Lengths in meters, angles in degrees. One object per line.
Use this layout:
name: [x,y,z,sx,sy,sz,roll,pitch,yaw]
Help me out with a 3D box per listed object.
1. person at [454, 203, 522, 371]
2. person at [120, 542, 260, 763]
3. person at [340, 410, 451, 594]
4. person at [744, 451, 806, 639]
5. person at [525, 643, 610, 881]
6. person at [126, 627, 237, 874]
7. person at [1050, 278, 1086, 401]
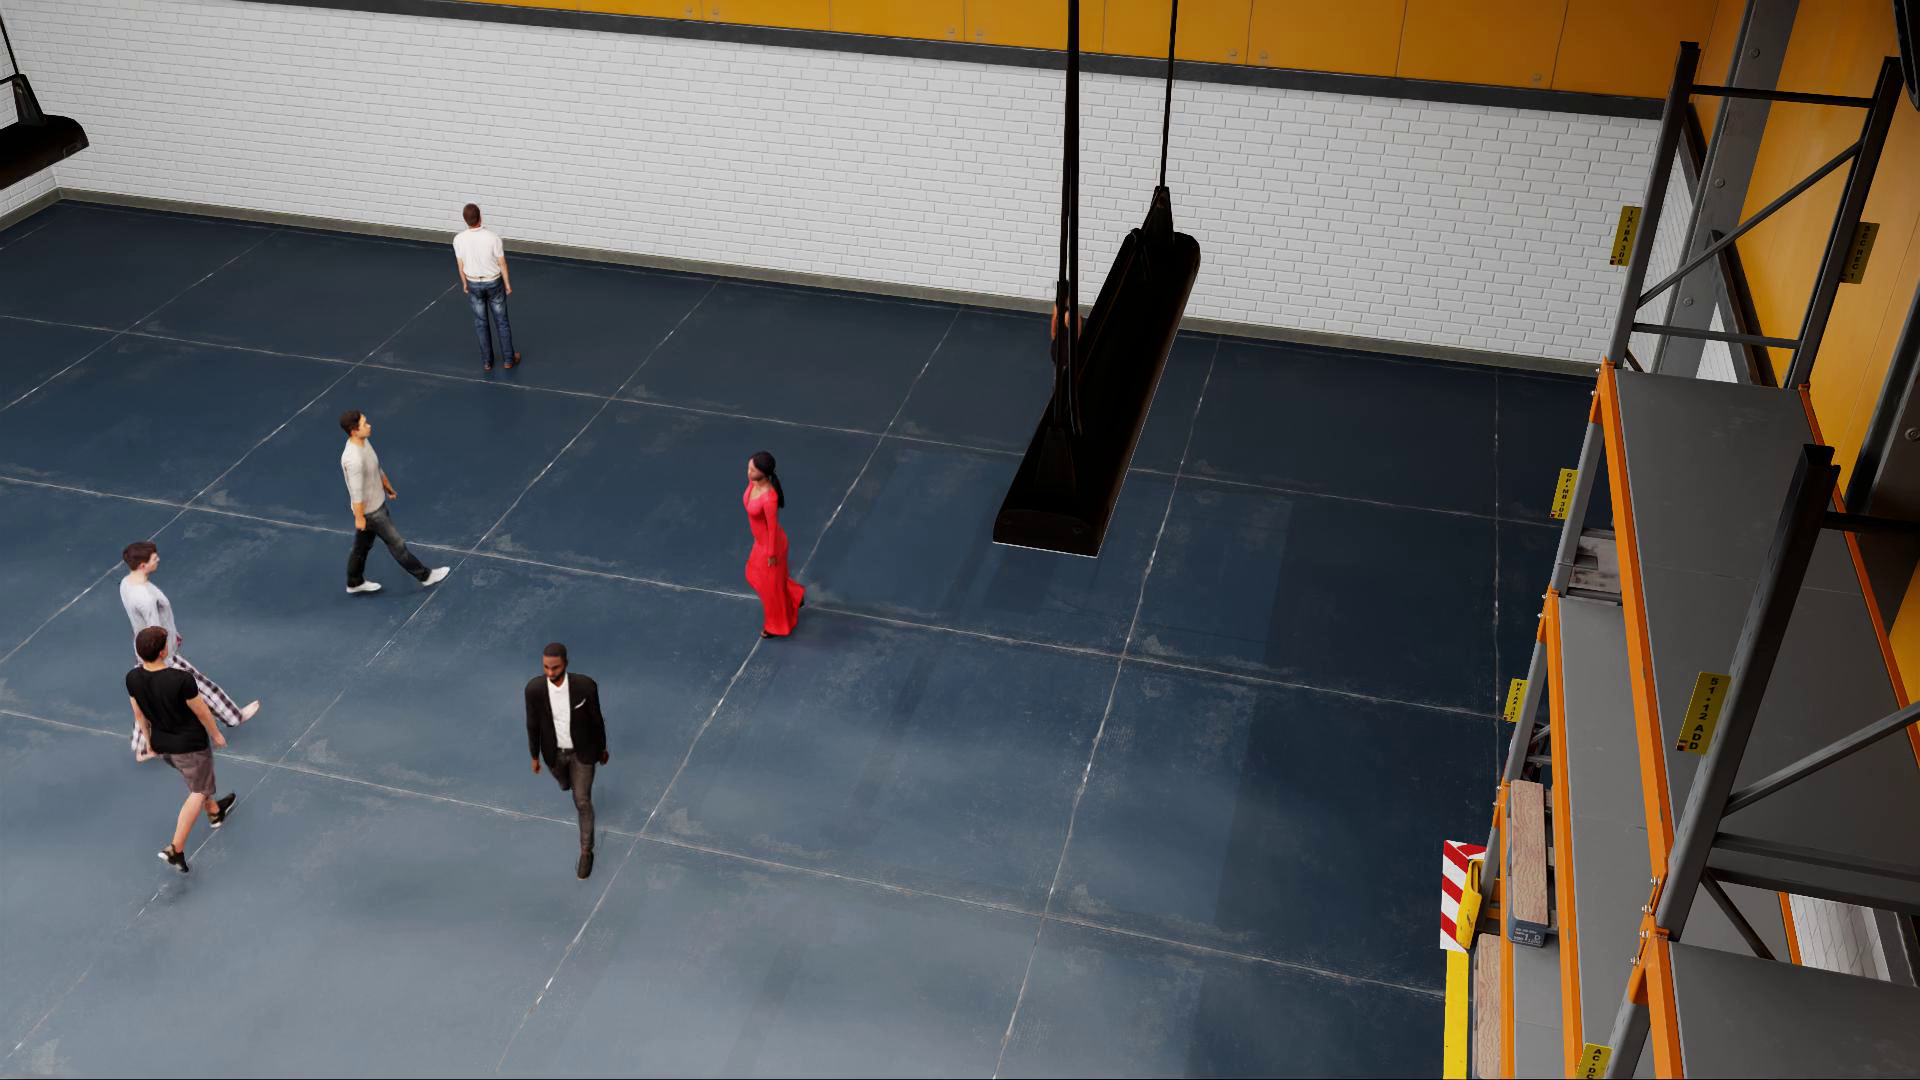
person: [-5.031,-2.686,17.616,0.732,1.857,0.694,-2,34,-3]
person: [-6.023,0.880,12.309,1.254,1.793,1.078,-24,41,-32]
person: [-5.102,-0.274,14.062,1.088,1.774,1.175,-7,34,-11]
person: [-1.484,0.027,13.615,0.870,1.769,0.811,-14,36,-21]
person: [-2.695,1.411,11.533,0.911,1.768,1.241,-1,34,-1]
person: [-5.403,1.445,11.422,0.688,1.833,1.144,6,34,9]
person: [1.056,-1.846,16.524,0.692,1.666,0.657,-23,40,-30]
